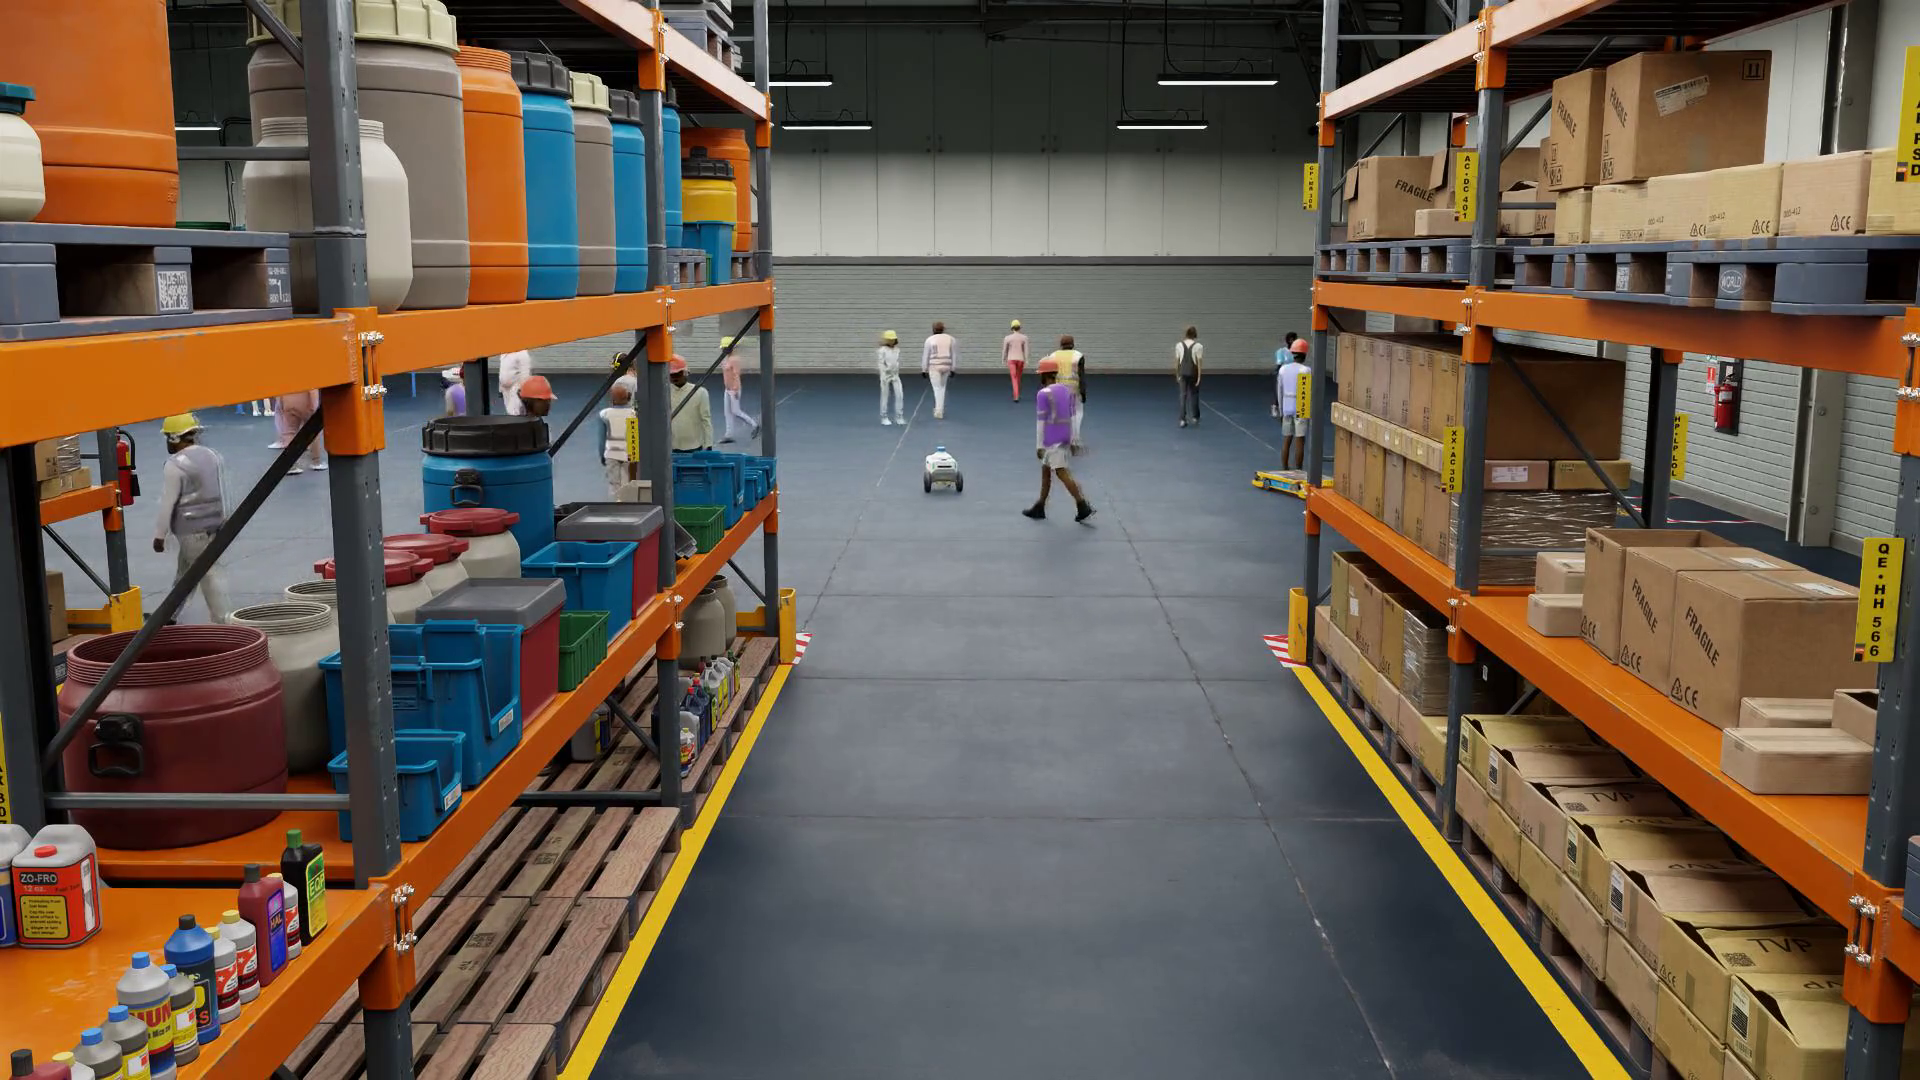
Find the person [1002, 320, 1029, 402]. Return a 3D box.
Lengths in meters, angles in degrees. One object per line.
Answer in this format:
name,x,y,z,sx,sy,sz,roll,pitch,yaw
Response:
person,1.170,-3.831,35.537,0.545,1.711,0.898,-2,10,-12

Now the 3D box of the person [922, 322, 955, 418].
person,-0.472,-3.268,31.868,0.654,1.819,0.756,-5,11,-29

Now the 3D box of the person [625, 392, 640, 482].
person,-2.840,-0.455,15.016,0.554,1.819,0.990,-9,13,-42

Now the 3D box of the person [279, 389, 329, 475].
person,-9.218,-1.879,23.381,0.685,1.876,0.811,2,10,12

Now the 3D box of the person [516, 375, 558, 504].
person,-3.623,-0.373,13.940,0.849,2.022,0.614,2,10,9

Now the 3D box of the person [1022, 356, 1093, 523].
person,1.147,-1.151,19.030,1.004,1.894,0.550,7,12,38

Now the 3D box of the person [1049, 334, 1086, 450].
person,1.714,-2.334,26.271,0.661,1.821,0.594,4,10,23

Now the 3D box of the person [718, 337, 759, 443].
person,-3.669,-2.475,27.369,0.620,1.755,0.534,-5,11,-29

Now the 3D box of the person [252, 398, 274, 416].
person,-13.519,-3.327,32.087,0.538,1.869,0.312,1,10,4

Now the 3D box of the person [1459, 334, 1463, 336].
person,7.539,-2.133,24.858,0.629,1.889,1.011,-3,10,-20

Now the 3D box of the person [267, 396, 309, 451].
person,-10.586,-2.345,26.156,0.773,1.879,0.685,4,10,20

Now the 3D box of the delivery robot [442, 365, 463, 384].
delivery robot,-11.875,-3.895,39.263,0.707,0.478,0.477,5,11,29

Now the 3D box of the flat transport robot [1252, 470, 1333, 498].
flat transport robot,4.402,-0.737,21.476,0.652,0.197,1.431,-3,10,-19

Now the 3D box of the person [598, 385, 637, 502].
person,-3.718,-0.903,18.365,0.526,1.598,0.821,0,9,-2

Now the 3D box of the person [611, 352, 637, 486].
person,-4.114,-1.362,20.354,0.321,1.865,0.514,4,10,23

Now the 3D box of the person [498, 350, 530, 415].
person,-7.116,-2.395,26.461,0.645,1.893,0.425,9,13,43

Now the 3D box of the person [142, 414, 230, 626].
person,-6.143,-0.114,13.045,0.873,1.792,0.626,1,9,4

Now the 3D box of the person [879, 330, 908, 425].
person,-1.225,-2.938,30.205,0.496,1.719,0.716,-7,12,-34

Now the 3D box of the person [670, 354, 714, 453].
person,-2.992,-1.023,17.971,0.654,1.973,0.440,0,9,-1

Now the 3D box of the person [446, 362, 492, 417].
person,-5.914,-1.268,20.009,0.984,1.796,0.588,6,11,32

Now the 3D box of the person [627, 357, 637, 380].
person,-4.720,-1.899,24.261,0.386,1.623,0.538,4,10,21

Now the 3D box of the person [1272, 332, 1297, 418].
person,6.053,-3.011,30.723,0.545,1.682,0.556,-3,10,-19

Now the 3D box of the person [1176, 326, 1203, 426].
person,4.181,-2.989,30.257,0.535,1.793,0.953,4,10,21

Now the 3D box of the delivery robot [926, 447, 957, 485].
delivery robot,-0.242,-0.972,21.755,0.477,0.478,0.707,-1,10,-7

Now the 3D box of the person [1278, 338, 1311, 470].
person,4.534,-1.733,22.336,0.371,1.935,0.551,-8,13,-41
